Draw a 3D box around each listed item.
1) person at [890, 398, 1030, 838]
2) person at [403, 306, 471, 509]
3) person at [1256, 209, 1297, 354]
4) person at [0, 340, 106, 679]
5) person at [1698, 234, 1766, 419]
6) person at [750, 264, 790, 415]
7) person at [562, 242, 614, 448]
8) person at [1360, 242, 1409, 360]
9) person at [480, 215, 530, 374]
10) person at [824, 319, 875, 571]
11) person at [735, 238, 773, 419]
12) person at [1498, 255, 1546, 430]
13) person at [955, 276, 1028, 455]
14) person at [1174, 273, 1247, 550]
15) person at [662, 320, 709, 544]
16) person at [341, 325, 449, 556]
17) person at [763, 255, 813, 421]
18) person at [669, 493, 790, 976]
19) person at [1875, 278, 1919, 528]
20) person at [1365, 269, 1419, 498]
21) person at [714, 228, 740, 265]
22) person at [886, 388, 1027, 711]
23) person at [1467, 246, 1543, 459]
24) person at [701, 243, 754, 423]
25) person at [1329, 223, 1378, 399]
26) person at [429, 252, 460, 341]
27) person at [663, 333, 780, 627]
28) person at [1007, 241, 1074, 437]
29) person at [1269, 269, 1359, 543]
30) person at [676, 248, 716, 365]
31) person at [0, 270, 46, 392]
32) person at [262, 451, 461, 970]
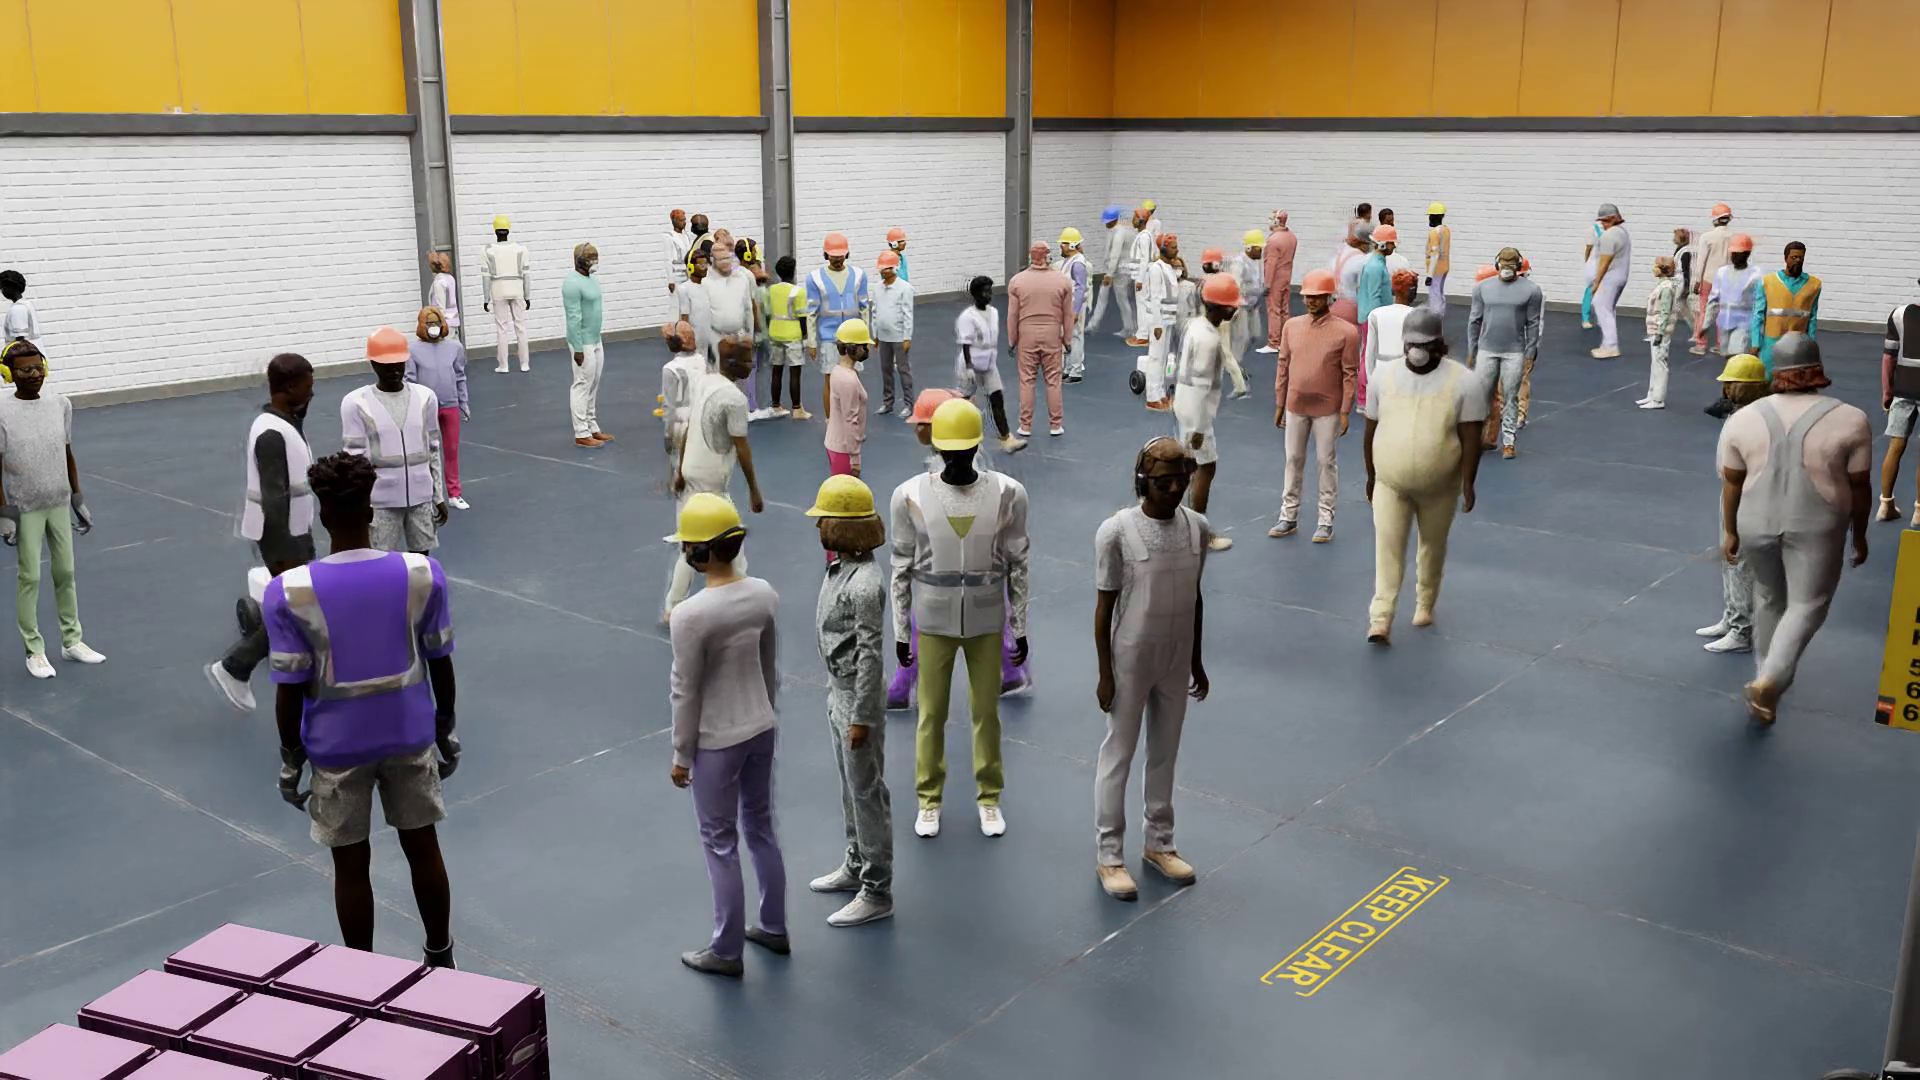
[{"bbox_3d":[0.002,0.345,7.056,0.589,1.920,0.398,-1,14,-4],"label":"person"},{"bbox_3d":[-4.114,-1.025,13.097,0.508,1.632,0.264,-10,17,-35],"label":"person"},{"bbox_3d":[4.220,-3.456,22.247,0.409,1.913,0.639,11,18,36],"label":"person"},{"bbox_3d":[-5.091,-0.178,9.232,0.329,1.872,0.508,8,16,29],"label":"person"},{"bbox_3d":[8.024,-2.224,17.356,0.942,1.895,0.555,-9,17,-32],"label":"person"},{"bbox_3d":[-2.087,-2.096,17.440,0.593,1.595,0.314,9,16,31],"label":"person"},{"bbox_3d":[-3.534,-1.845,15.760,0.362,1.934,0.636,2,14,6],"label":"person"},{"bbox_3d":[4.673,-2.511,18.488,0.640,1.907,0.401,8,16,29],"label":"person"},{"bbox_3d":[-5.568,-3.008,20.423,0.585,1.928,0.369,-7,16,-25],"label":"person"},{"bbox_3d":[-0.732,-0.604,11.168,0.349,1.759,0.522,-3,14,-12],"label":"person"},{"bbox_3d":[-2.198,-2.187,17.260,0.328,1.872,0.514,-9,17,-33],"label":"person"},{"bbox_3d":[5.548,-1.981,16.689,0.337,1.742,0.573,-13,19,-41],"label":"person"},{"bbox_3d":[0.225,-1.599,15.337,0.876,1.644,0.552,13,19,42],"label":"person"},{"bbox_3d":[1.644,-0.907,11.890,0.728,2.016,0.658,1,14,3],"label":"person"},{"bbox_3d":[-1.991,-0.784,12.140,0.313,1.634,0.514,7,16,25],"label":"person"},{"bbox_3d":[-3.142,-0.238,9.334,0.552,1.934,0.373,-11,18,-38],"label":"person"},{"bbox_3d":[-1.786,-2.080,17.178,0.537,1.698,0.321,9,17,32],"label":"person"},{"bbox_3d":[-0.839,0.699,5.968,0.382,1.755,0.524,8,16,30],"label":"person"},{"bbox_3d":[7.317,-1.116,12.629,0.375,2.043,0.611,-10,17,-34],"label":"person"},{"bbox_3d":[3.539,-1.234,13.425,0.356,1.883,0.574,-13,19,-43],"label":"person"},{"bbox_3d":[-3.194,-3.379,22.492,0.511,1.640,0.308,3,14,11],"label":"person"},{"bbox_3d":[-0.061,0.051,8.656,0.909,1.706,0.587,-1,14,-5],"label":"person"},{"bbox_3d":[4.961,-1.714,15.237,0.632,1.936,0.368,6,15,22],"label":"person"},{"bbox_3d":[-2.378,-2.050,16.725,0.673,1.876,0.465,-9,17,-33],"label":"person"},{"bbox_3d":[4.345,-2.493,18.136,0.819,2.000,0.753,-3,14,-12],"label":"person"},{"bbox_3d":[-5.697,-2.361,18.416,0.310,1.642,0.514,0,14,-1],"label":"person"},{"bbox_3d":[-1.449,-0.362,10.147,0.893,1.777,0.522,-8,16,-31],"label":"person"},{"bbox_3d":[0.782,-1.960,16.282,0.651,1.904,0.403,0,14,-1],"label":"person"},{"bbox_3d":[2.586,-0.980,12.183,0.608,1.995,0.377,9,17,32],"label":"person"},{"bbox_3d":[-2.486,-1.827,15.818,0.326,1.874,0.519,4,15,16],"label":"person"},{"bbox_3d":[-8.797,-1.696,15.670,0.320,1.685,0.542,-5,15,-21],"label":"person"},{"bbox_3d":[-2.009,0.668,5.656,0.613,1.962,0.365,-9,17,-32],"label":"person"}]
